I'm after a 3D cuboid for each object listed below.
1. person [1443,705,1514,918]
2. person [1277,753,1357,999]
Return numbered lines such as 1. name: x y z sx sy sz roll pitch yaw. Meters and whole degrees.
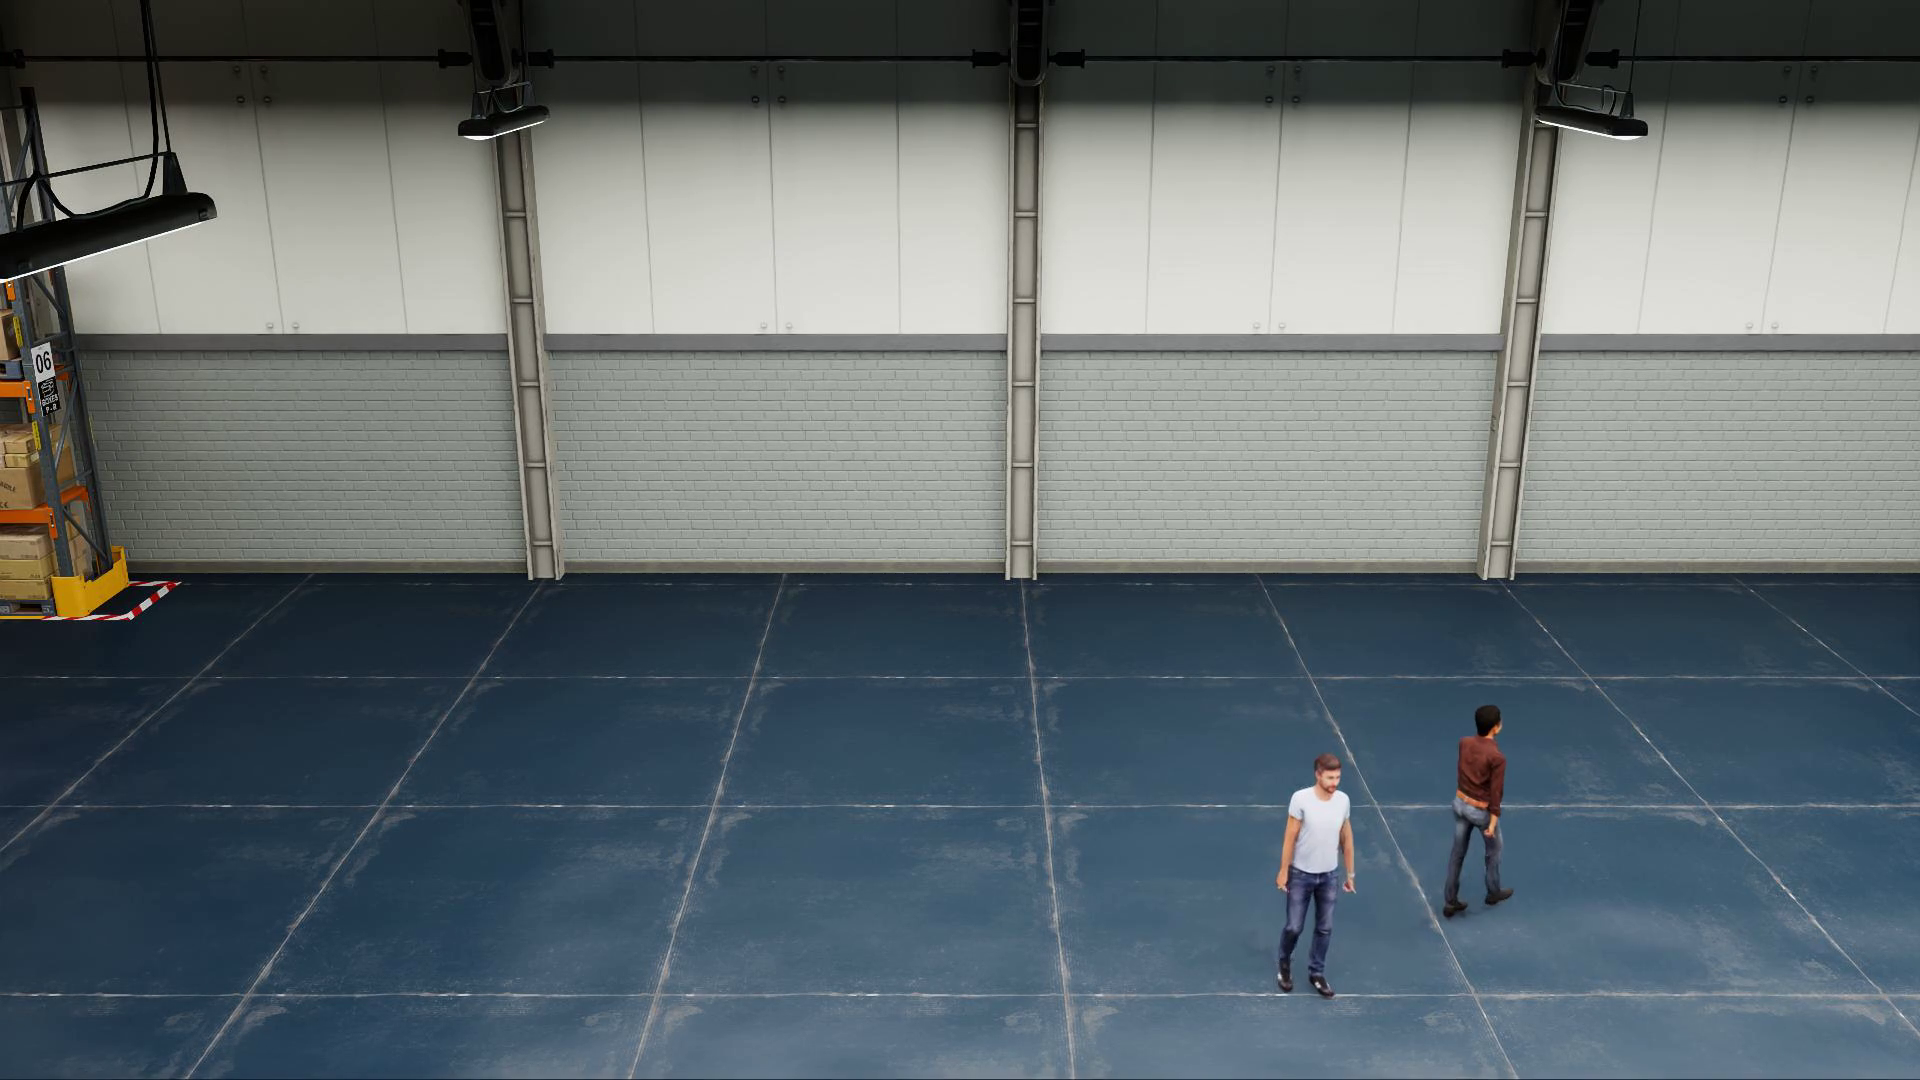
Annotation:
1. person: 3.964 2.142 13.004 1.024 1.758 0.928 -13 22 -34
2. person: 2.554 2.385 12.089 0.613 1.861 0.804 -3 18 -8
